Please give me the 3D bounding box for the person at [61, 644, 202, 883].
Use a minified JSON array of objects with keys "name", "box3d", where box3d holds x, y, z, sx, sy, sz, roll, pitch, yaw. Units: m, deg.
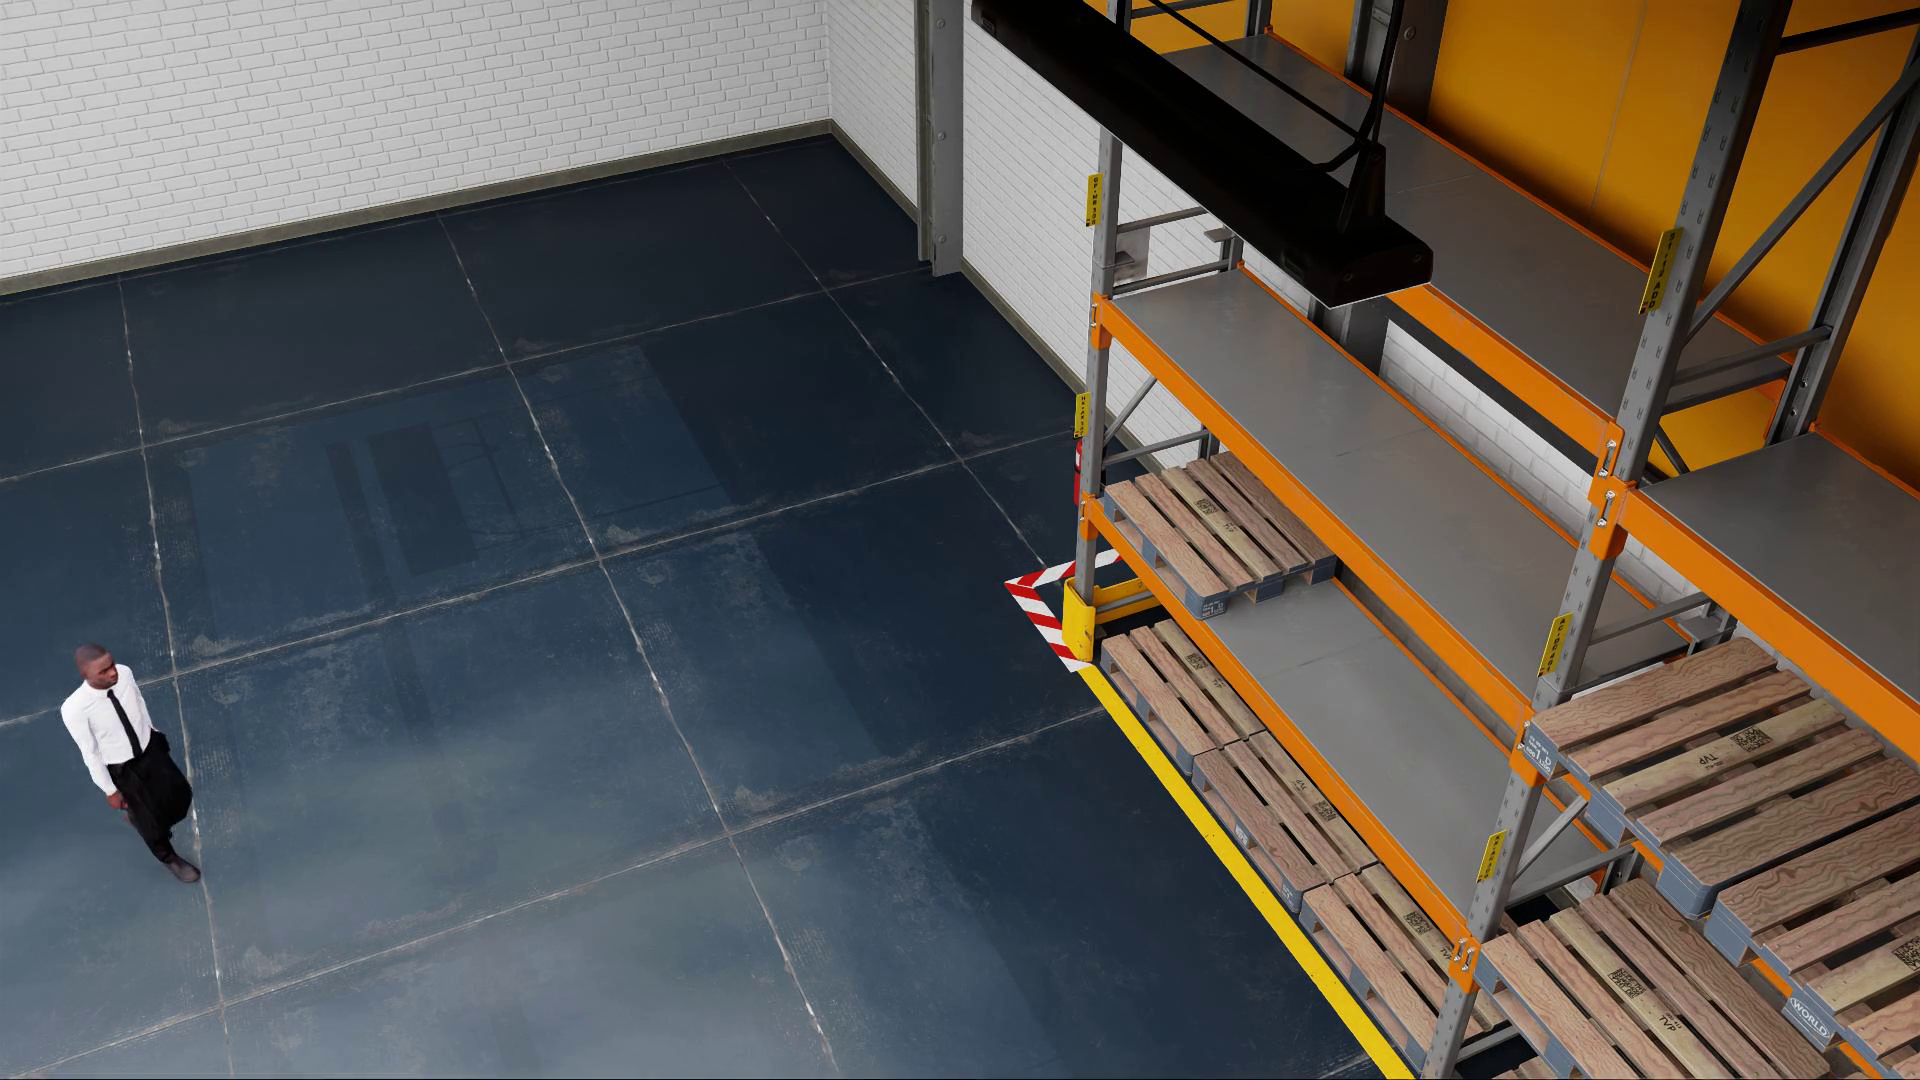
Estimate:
[{"name":"person","box3d":[-4.865,1.267,9.622,0.941,1.818,0.870,17,42,20]}]
